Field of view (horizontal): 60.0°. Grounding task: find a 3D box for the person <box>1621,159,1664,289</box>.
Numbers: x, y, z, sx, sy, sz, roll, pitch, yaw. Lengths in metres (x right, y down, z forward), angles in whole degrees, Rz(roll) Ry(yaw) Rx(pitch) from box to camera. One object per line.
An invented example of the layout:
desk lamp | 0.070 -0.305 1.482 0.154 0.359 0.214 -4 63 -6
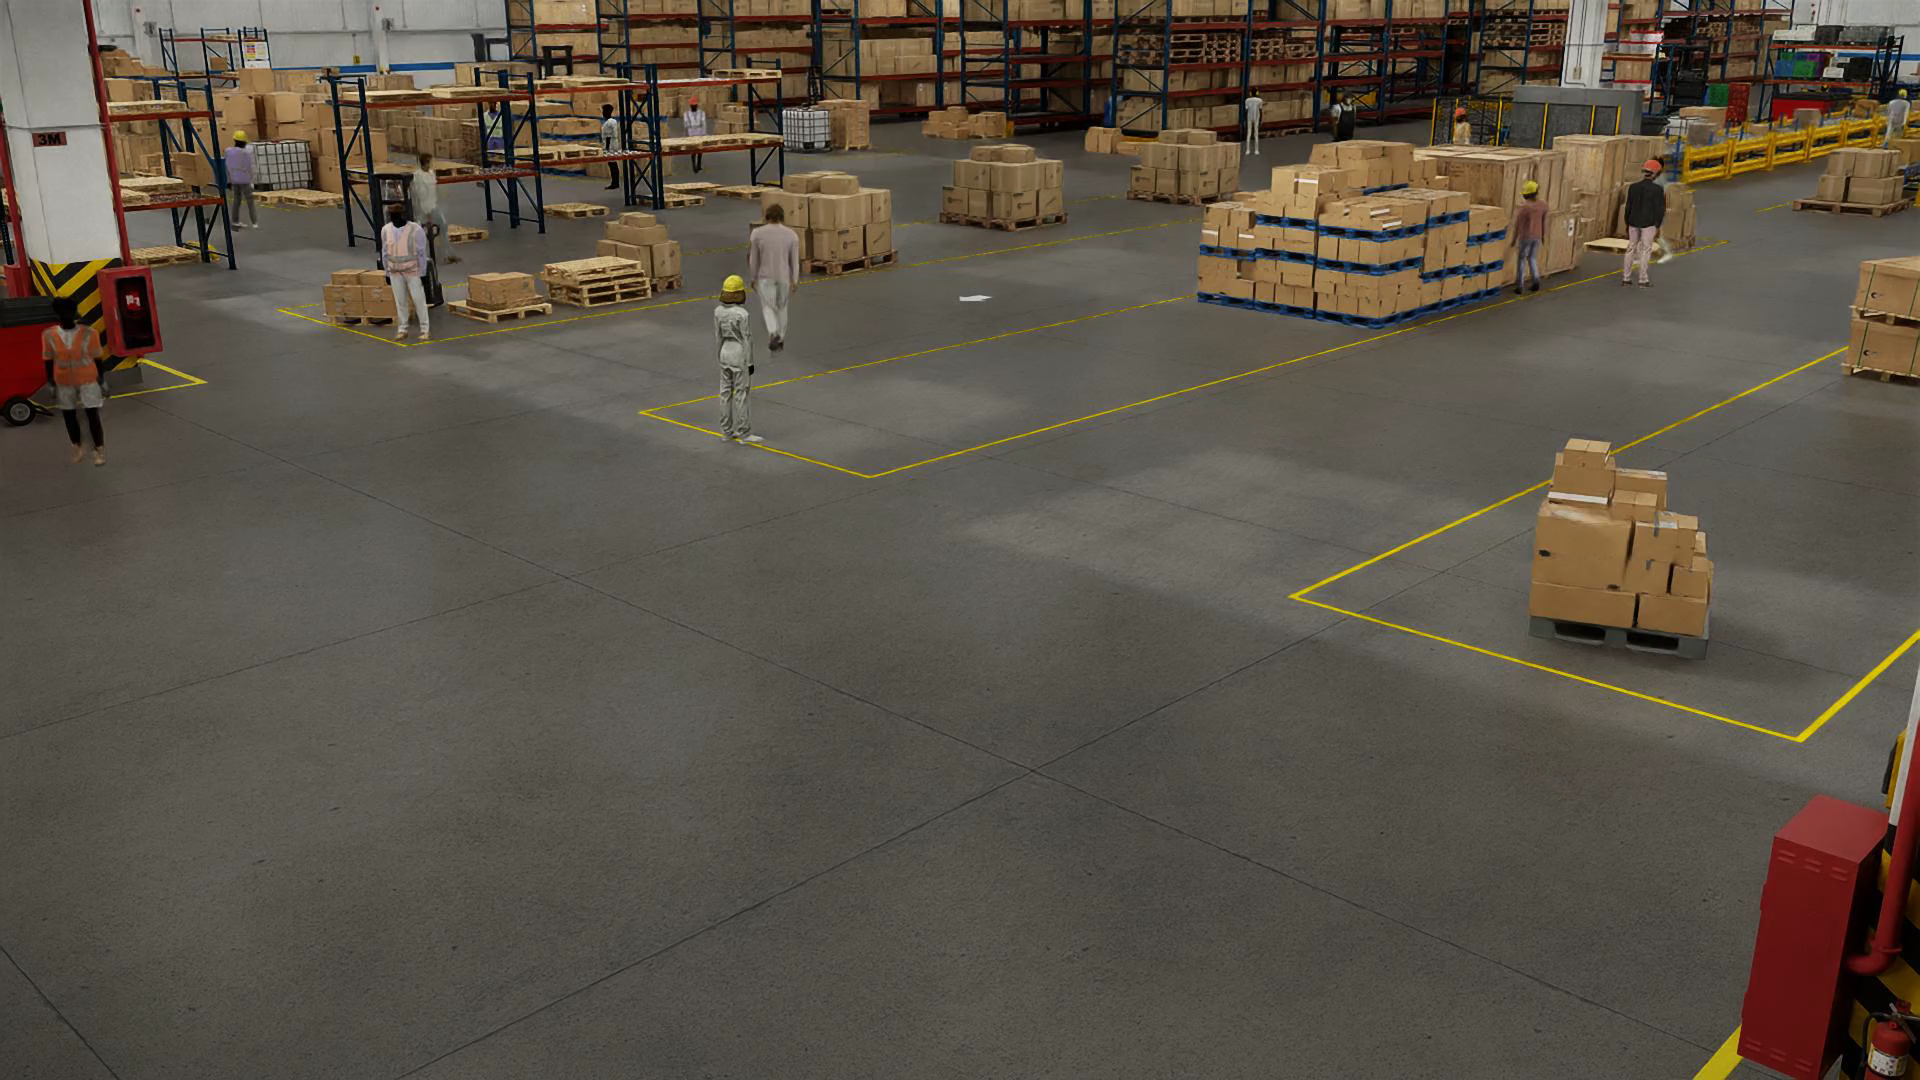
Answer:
person | 10.731 -4.957 26.100 0.395 1.992 0.623 -13 22 -34

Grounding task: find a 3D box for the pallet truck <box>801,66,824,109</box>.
pallet truck | -4.812 -15.182 56.903 0.823 1.965 1.885 -9 21 -26

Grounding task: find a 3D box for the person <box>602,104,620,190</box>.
person | -8.168 -9.175 38.853 0.367 1.966 0.607 2 18 6

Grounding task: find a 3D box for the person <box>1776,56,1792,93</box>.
person | 33.165 -18.465 66.902 0.644 1.932 0.415 9 20 25

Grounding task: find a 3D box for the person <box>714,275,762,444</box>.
person | -2.305 -1.865 17.177 0.487 1.744 0.297 13 23 35

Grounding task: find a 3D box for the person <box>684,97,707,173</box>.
person | -6.799 -10.423 42.733 0.547 1.901 0.928 -4 19 -13

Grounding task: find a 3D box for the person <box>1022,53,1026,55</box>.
person | 2.983 -22.383 79.215 0.505 1.608 0.765 -17 25 -41

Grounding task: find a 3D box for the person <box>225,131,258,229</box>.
person | -14.068 -7.043 32.547 0.624 1.897 0.406 6 19 18

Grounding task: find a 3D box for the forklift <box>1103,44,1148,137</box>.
forklift | 5.543 -14.354 53.028 1.129 2.768 1.873 17 25 41

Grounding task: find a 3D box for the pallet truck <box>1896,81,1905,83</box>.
pallet truck | 34.802 -16.331 61.455 0.653 1.274 1.630 17 25 41

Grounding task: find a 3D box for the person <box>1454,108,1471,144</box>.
person | 11.492 -8.953 38.263 0.399 1.924 0.568 -5 19 -13

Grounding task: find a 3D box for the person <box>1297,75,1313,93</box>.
person | 13.188 -17.475 64.158 0.637 1.784 0.936 -10 21 -27

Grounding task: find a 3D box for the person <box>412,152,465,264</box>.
person | -8.874 -5.573 28.100 0.902 1.904 0.642 4 19 11

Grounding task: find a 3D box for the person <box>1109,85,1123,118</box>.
person | 4.786 -13.107 51.124 0.548 1.685 0.451 16 24 40

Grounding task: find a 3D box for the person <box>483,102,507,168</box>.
person | -11.564 -9.996 41.402 0.595 1.918 0.386 -1 18 -3

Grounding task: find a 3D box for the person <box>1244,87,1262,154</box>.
person | 8.321 -11.893 47.205 0.518 1.865 0.329 3 19 9

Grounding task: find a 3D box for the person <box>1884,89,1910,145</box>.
person | 26.805 -11.972 47.573 0.923 1.788 0.595 -16 24 -40

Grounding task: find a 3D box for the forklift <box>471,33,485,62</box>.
forklift | -18.948 -18.572 65.737 1.873 2.768 1.129 -7 19 -19

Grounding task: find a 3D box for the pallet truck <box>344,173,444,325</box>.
pallet truck | -8.209 -4.181 23.757 0.823 1.965 1.885 3 19 9

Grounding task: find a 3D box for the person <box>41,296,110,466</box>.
person | -8.680 -1.564 16.354 0.554 1.698 0.319 -5 19 -15

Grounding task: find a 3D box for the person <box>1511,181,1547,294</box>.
person | 8.766 -4.662 25.619 0.613 1.733 0.422 -7 19 -19

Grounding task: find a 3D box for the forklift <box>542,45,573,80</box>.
forklift | -12.559 -14.128 52.346 1.873 2.768 1.129 17 25 41

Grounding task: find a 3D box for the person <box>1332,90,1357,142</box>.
person | 10.019 -10.747 43.474 0.694 2.000 0.720 -4 19 -13

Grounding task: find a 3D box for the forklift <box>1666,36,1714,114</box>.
forklift | 27.341 -17.291 61.877 1.129 2.768 1.873 17 25 41

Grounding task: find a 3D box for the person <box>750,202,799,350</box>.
person | -2.374 -3.378 21.464 0.639 1.920 0.629 -5 19 -14

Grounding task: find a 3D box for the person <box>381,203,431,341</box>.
person | -7.380 -3.558 22.149 0.625 1.836 0.430 3 19 8

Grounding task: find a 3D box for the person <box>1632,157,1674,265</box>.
person | 11.836 -5.595 28.332 0.939 1.837 0.526 0 18 0
